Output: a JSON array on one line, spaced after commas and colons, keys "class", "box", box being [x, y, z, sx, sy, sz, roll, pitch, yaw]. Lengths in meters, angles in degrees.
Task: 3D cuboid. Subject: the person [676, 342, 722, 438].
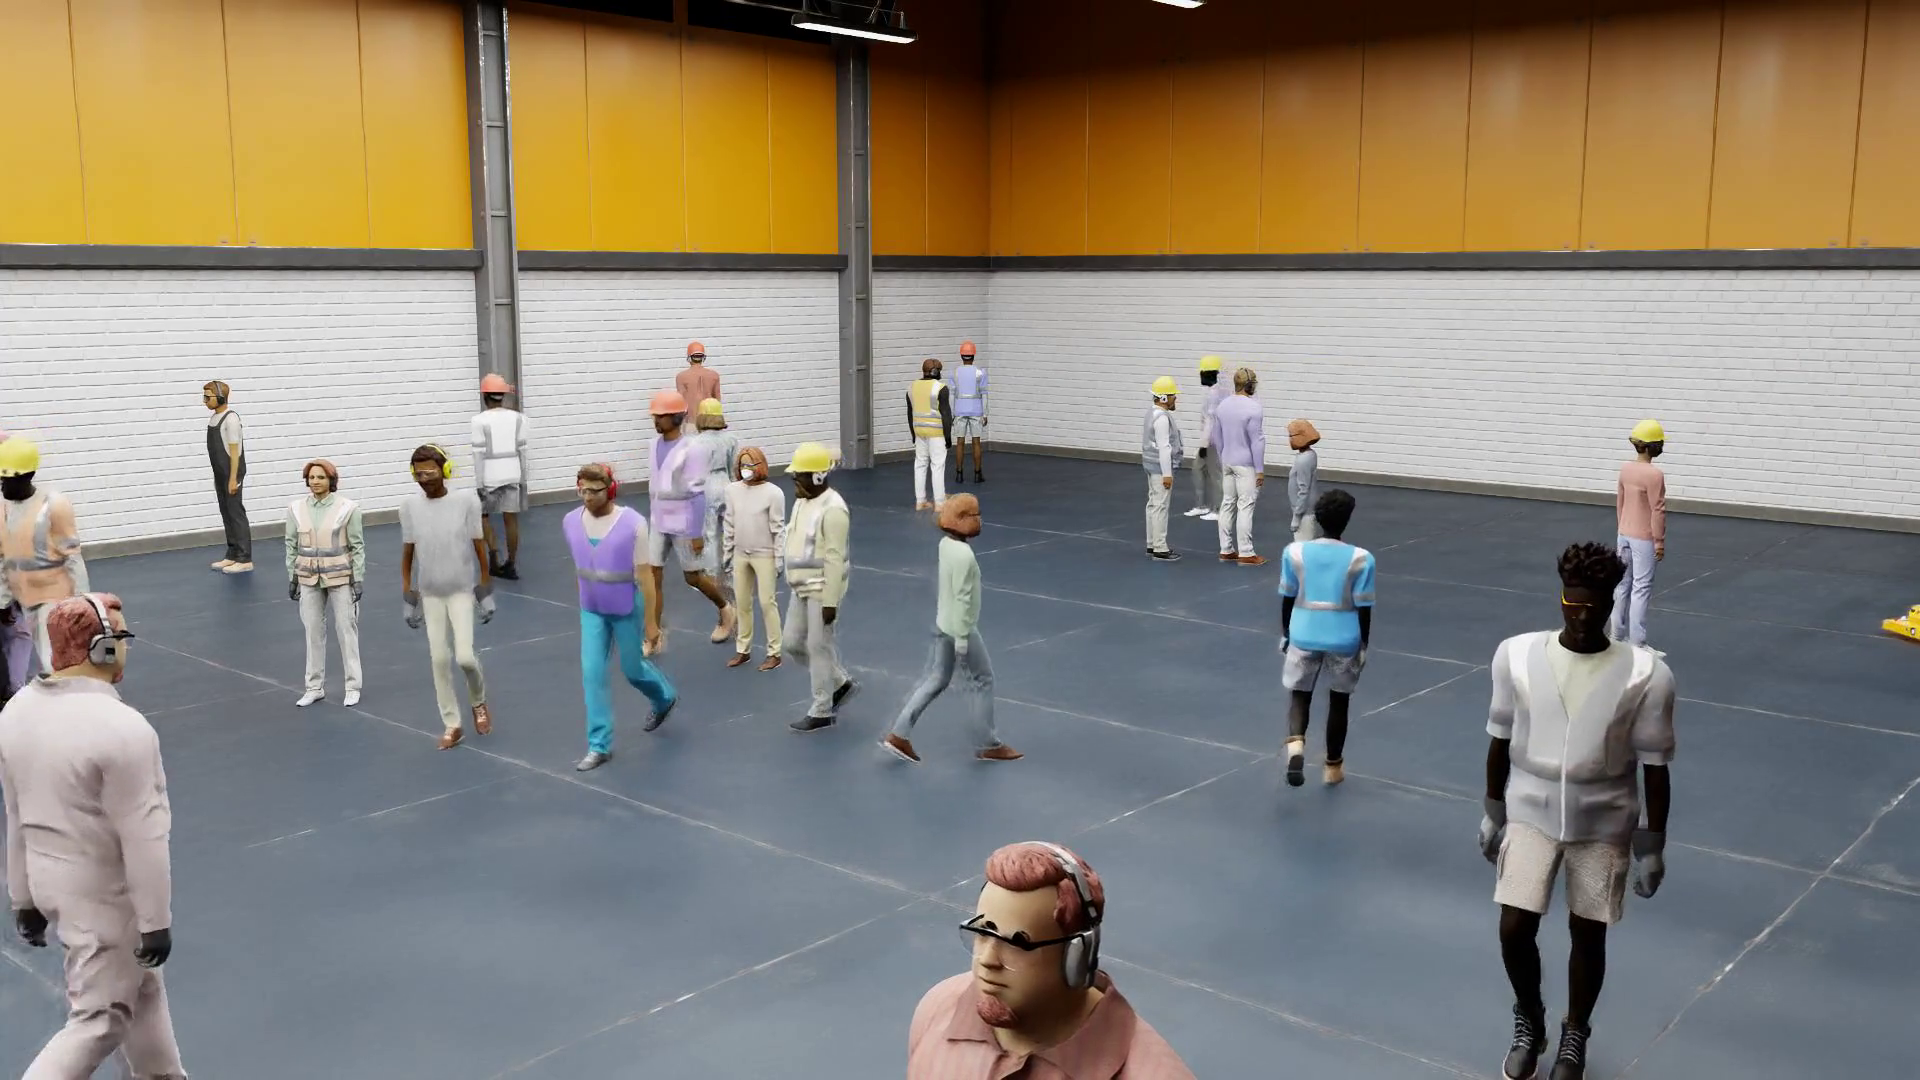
[{"class": "person", "box": [-3.337, -1.523, 21.165, 0.623, 1.992, 0.396, -6, 11, -32]}]

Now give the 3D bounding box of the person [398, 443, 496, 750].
[{"class": "person", "box": [-3.066, 0.338, 9.953, 0.539, 1.845, 0.400, 0, 9, 0]}]

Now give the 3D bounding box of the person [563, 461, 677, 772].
[{"class": "person", "box": [-1.980, 0.398, 9.797, 0.585, 1.791, 0.873, 3, 10, 19]}]

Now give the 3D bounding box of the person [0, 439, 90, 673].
[{"class": "person", "box": [-5.442, 0.343, 9.808, 0.661, 1.888, 0.637, 4, 10, 22]}]

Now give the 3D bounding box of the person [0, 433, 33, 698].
[{"class": "person", "box": [-5.982, 0.260, 10.380, 0.452, 1.873, 0.681, -7, 12, -39]}]

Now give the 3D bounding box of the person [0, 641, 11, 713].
[{"class": "person", "box": [-6.147, 0.267, 10.051, 0.607, 1.957, 0.734, 6, 11, 31]}]

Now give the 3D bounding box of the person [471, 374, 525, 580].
[{"class": "person", "box": [-4.293, -0.579, 15.462, 0.546, 1.923, 0.413, -8, 12, -40]}]

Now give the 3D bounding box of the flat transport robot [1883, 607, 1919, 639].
[{"class": "flat transport robot", "box": [8.059, 0.645, 12.944, 1.431, 0.197, 0.652, -1, 9, -9]}]

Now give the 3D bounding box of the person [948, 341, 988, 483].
[{"class": "person", "box": [0.115, -1.742, 22.706, 0.545, 1.942, 0.353, 1, 9, 6]}]

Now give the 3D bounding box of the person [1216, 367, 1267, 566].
[{"class": "person", "box": [2.752, -0.714, 16.262, 0.372, 1.940, 0.630, -6, 11, -32]}]

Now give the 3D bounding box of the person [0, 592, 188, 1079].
[{"class": "person", "box": [-2.714, 1.099, 5.121, 0.646, 1.871, 0.920, 6, 11, 32]}]

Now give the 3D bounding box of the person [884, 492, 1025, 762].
[{"class": "person", "box": [-0.057, 0.514, 9.625, 0.811, 1.599, 0.505, -3, 9, -16]}]

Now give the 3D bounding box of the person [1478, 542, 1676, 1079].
[{"class": "person", "box": [2.085, 0.965, 5.673, 0.629, 1.947, 0.522, 5, 10, 28]}]

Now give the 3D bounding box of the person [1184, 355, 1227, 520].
[{"class": "person", "box": [2.807, -1.169, 19.190, 0.650, 1.907, 0.612, 2, 9, 11]}]

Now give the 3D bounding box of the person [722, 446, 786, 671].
[{"class": "person", "box": [-1.474, 0.131, 11.952, 0.506, 1.628, 0.277, 5, 10, 28]}]

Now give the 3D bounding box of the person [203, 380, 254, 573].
[{"class": "person", "box": [-7.012, -0.605, 15.901, 0.505, 1.842, 0.333, 9, 13, 44]}]

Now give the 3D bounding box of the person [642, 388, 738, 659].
[{"class": "person", "box": [-2.077, -0.143, 12.467, 0.616, 2.015, 0.950, 7, 12, 39]}]

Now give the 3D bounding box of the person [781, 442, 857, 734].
[{"class": "person", "box": [-0.878, 0.296, 10.296, 0.432, 1.817, 0.614, -5, 10, -28]}]

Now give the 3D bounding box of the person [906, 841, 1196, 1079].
[{"class": "person", "box": [0.108, 1.437, 2.845, 0.641, 1.913, 0.408, 8, 12, 40]}]

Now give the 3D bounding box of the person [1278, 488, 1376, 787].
[{"class": "person", "box": [1.977, 0.561, 9.042, 0.533, 1.683, 0.568, 4, 10, 21]}]

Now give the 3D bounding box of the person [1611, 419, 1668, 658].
[{"class": "person", "box": [5.084, -0.014, 12.399, 0.308, 1.772, 0.526, -2, 9, -10]}]

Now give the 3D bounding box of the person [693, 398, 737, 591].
[{"class": "person", "box": [-2.197, -0.385, 14.894, 0.496, 1.756, 0.412, -9, 13, -43]}]

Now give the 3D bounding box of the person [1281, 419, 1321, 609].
[{"class": "person", "box": [2.883, -0.207, 14.032, 0.280, 1.633, 0.499, 3, 10, 19]}]

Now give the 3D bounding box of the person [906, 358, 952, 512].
[{"class": "person", "box": [-0.337, -1.260, 20.015, 0.619, 1.838, 0.430, 7, 11, 37]}]

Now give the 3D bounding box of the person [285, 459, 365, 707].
[{"class": "person", "box": [-4.169, 0.279, 10.946, 0.517, 1.645, 0.308, 0, 9, 1]}]

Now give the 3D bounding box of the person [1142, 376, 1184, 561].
[{"class": "person", "box": [2.023, -0.711, 16.573, 0.404, 1.833, 0.590, -1, 9, -5]}]
